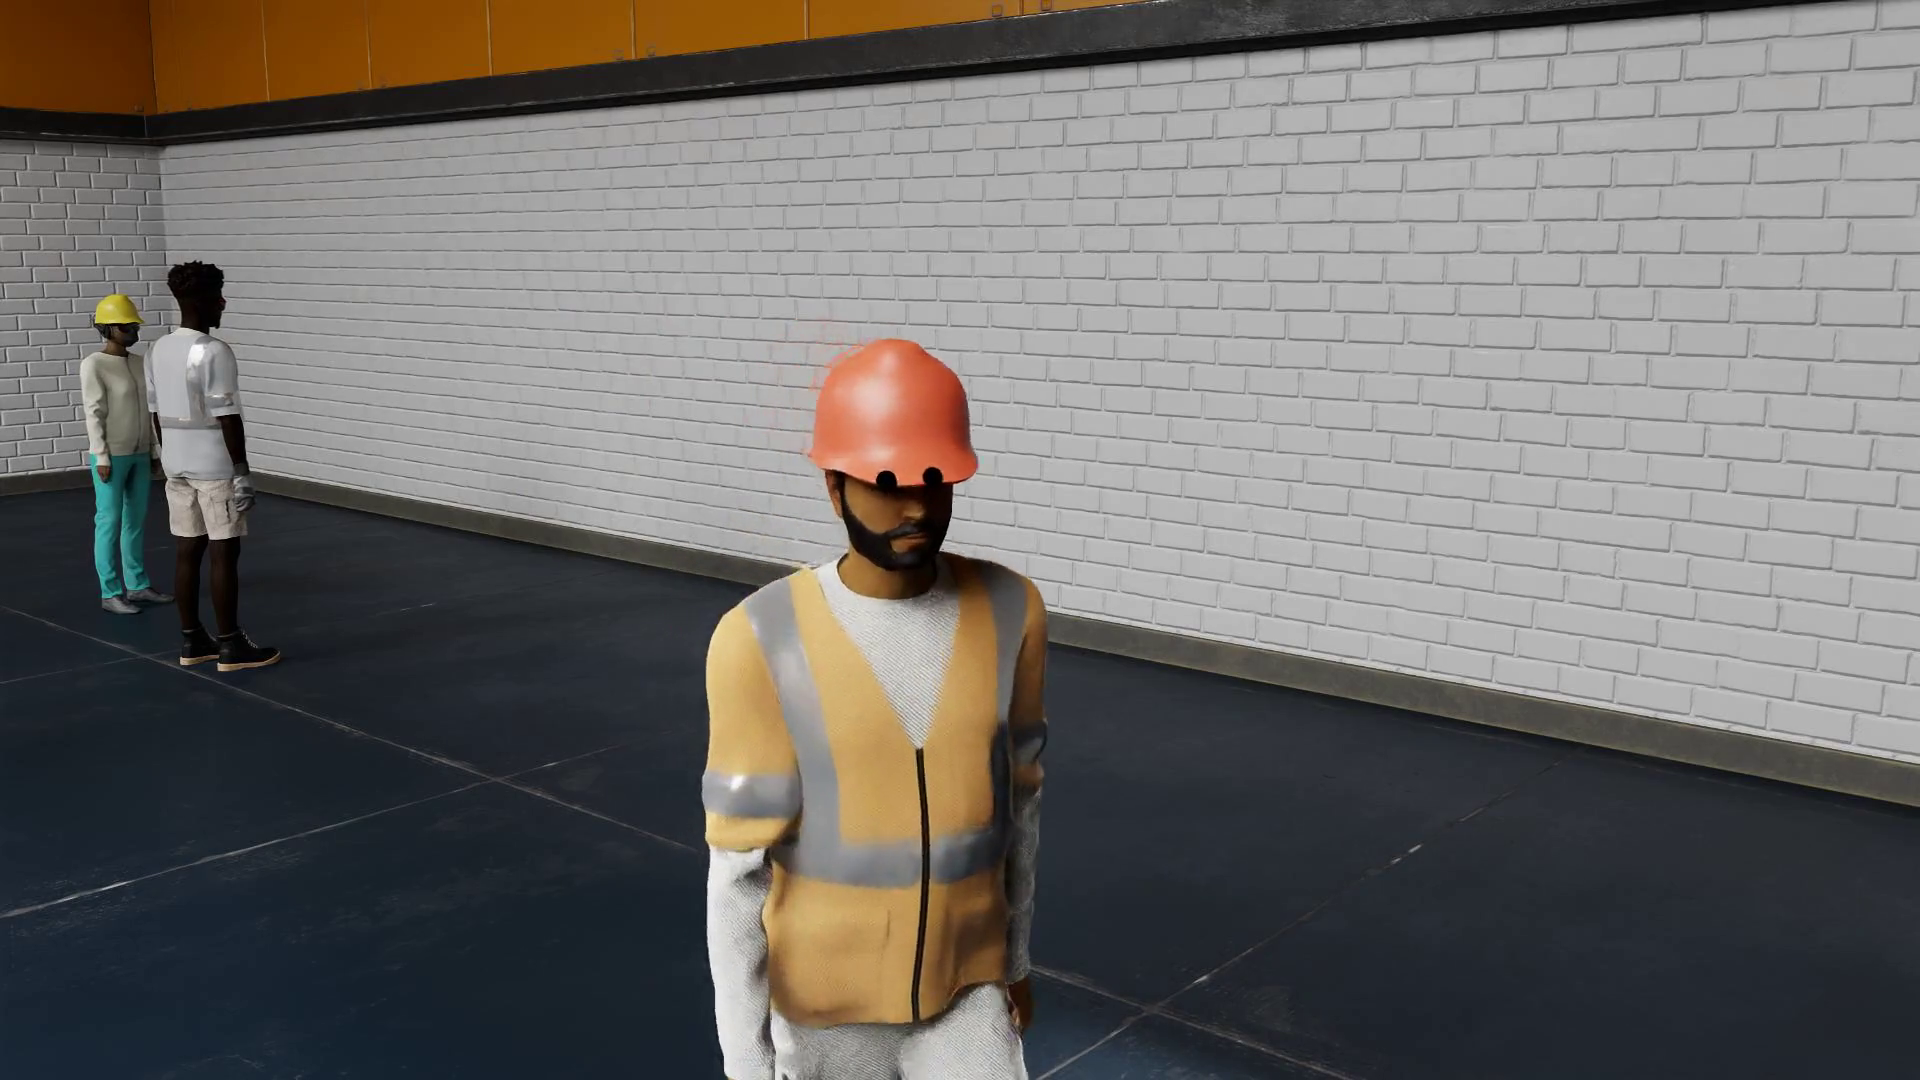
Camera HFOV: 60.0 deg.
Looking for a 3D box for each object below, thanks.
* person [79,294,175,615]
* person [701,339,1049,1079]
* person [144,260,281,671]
[{"bbox_3d":[-4.656,-0.480,9.292,0.323,1.769,0.523,2,10,10],"label":"person"},{"bbox_3d":[-0.081,0.663,2.438,0.565,1.884,0.983,-4,11,-20],"label":"person"},{"bbox_3d":[-3.614,-0.350,7.986,0.607,1.966,0.367,6,11,30],"label":"person"}]
